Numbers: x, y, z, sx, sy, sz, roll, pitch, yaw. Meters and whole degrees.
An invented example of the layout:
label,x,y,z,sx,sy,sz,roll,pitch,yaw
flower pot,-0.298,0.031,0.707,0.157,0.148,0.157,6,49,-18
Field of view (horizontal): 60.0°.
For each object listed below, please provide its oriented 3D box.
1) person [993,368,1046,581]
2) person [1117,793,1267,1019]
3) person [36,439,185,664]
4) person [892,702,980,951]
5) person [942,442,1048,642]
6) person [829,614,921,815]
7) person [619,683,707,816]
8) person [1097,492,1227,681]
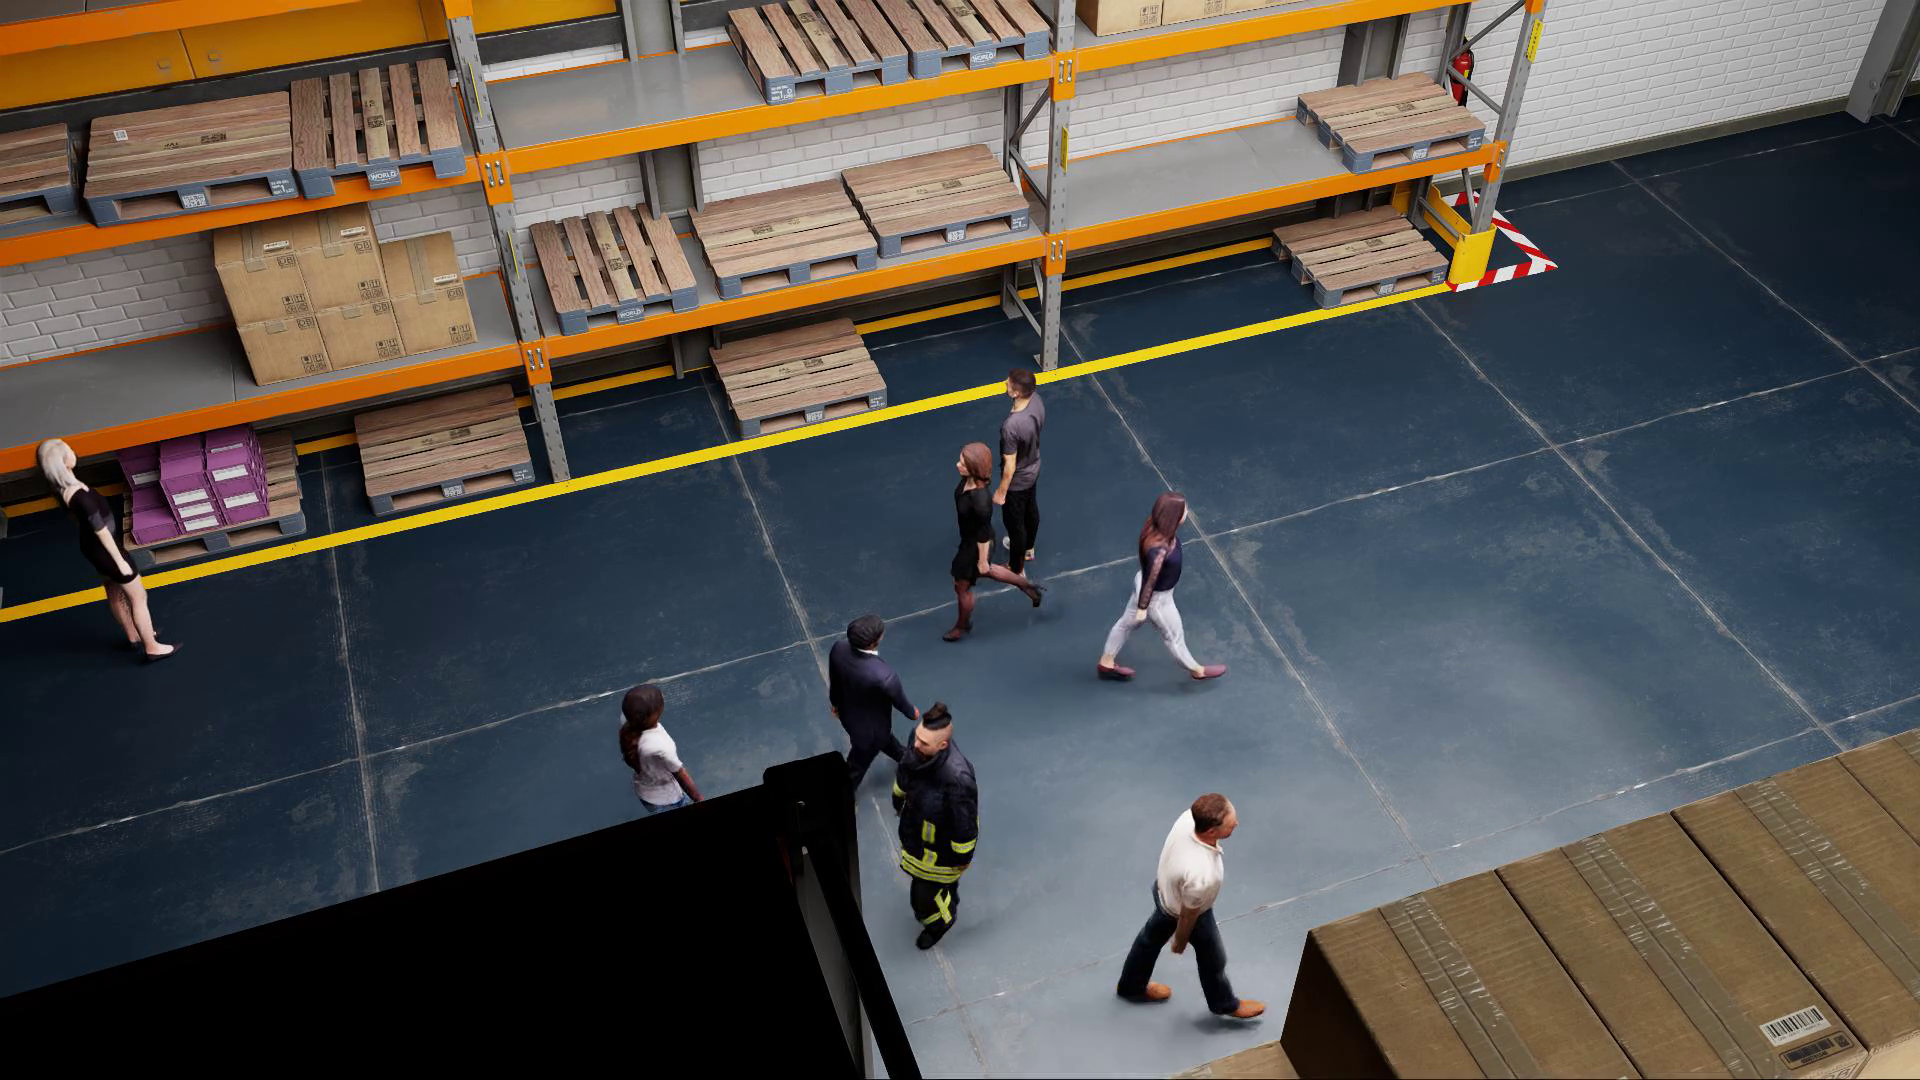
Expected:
label,x,y,z,sx,sy,sz,roll,pitch,yaw
person,0.401,-0.452,11.349,0.765,1.764,0.713,17,46,17
person,1.081,1.930,8.810,1.140,1.817,0.899,0,44,0
person,-5.534,0.090,10.731,0.657,1.832,0.667,26,50,25
person,-0.052,1.528,9.205,0.776,1.855,0.827,-22,48,-21
person,0.198,0.020,10.912,0.997,1.683,0.699,-7,44,-8
person,-0.618,1.136,9.755,0.946,1.663,1.234,34,53,30
person,-1.745,1.458,9.383,0.715,1.711,0.684,-30,51,-28
person,1.175,0.344,10.666,1.161,1.554,0.903,4,44,4
